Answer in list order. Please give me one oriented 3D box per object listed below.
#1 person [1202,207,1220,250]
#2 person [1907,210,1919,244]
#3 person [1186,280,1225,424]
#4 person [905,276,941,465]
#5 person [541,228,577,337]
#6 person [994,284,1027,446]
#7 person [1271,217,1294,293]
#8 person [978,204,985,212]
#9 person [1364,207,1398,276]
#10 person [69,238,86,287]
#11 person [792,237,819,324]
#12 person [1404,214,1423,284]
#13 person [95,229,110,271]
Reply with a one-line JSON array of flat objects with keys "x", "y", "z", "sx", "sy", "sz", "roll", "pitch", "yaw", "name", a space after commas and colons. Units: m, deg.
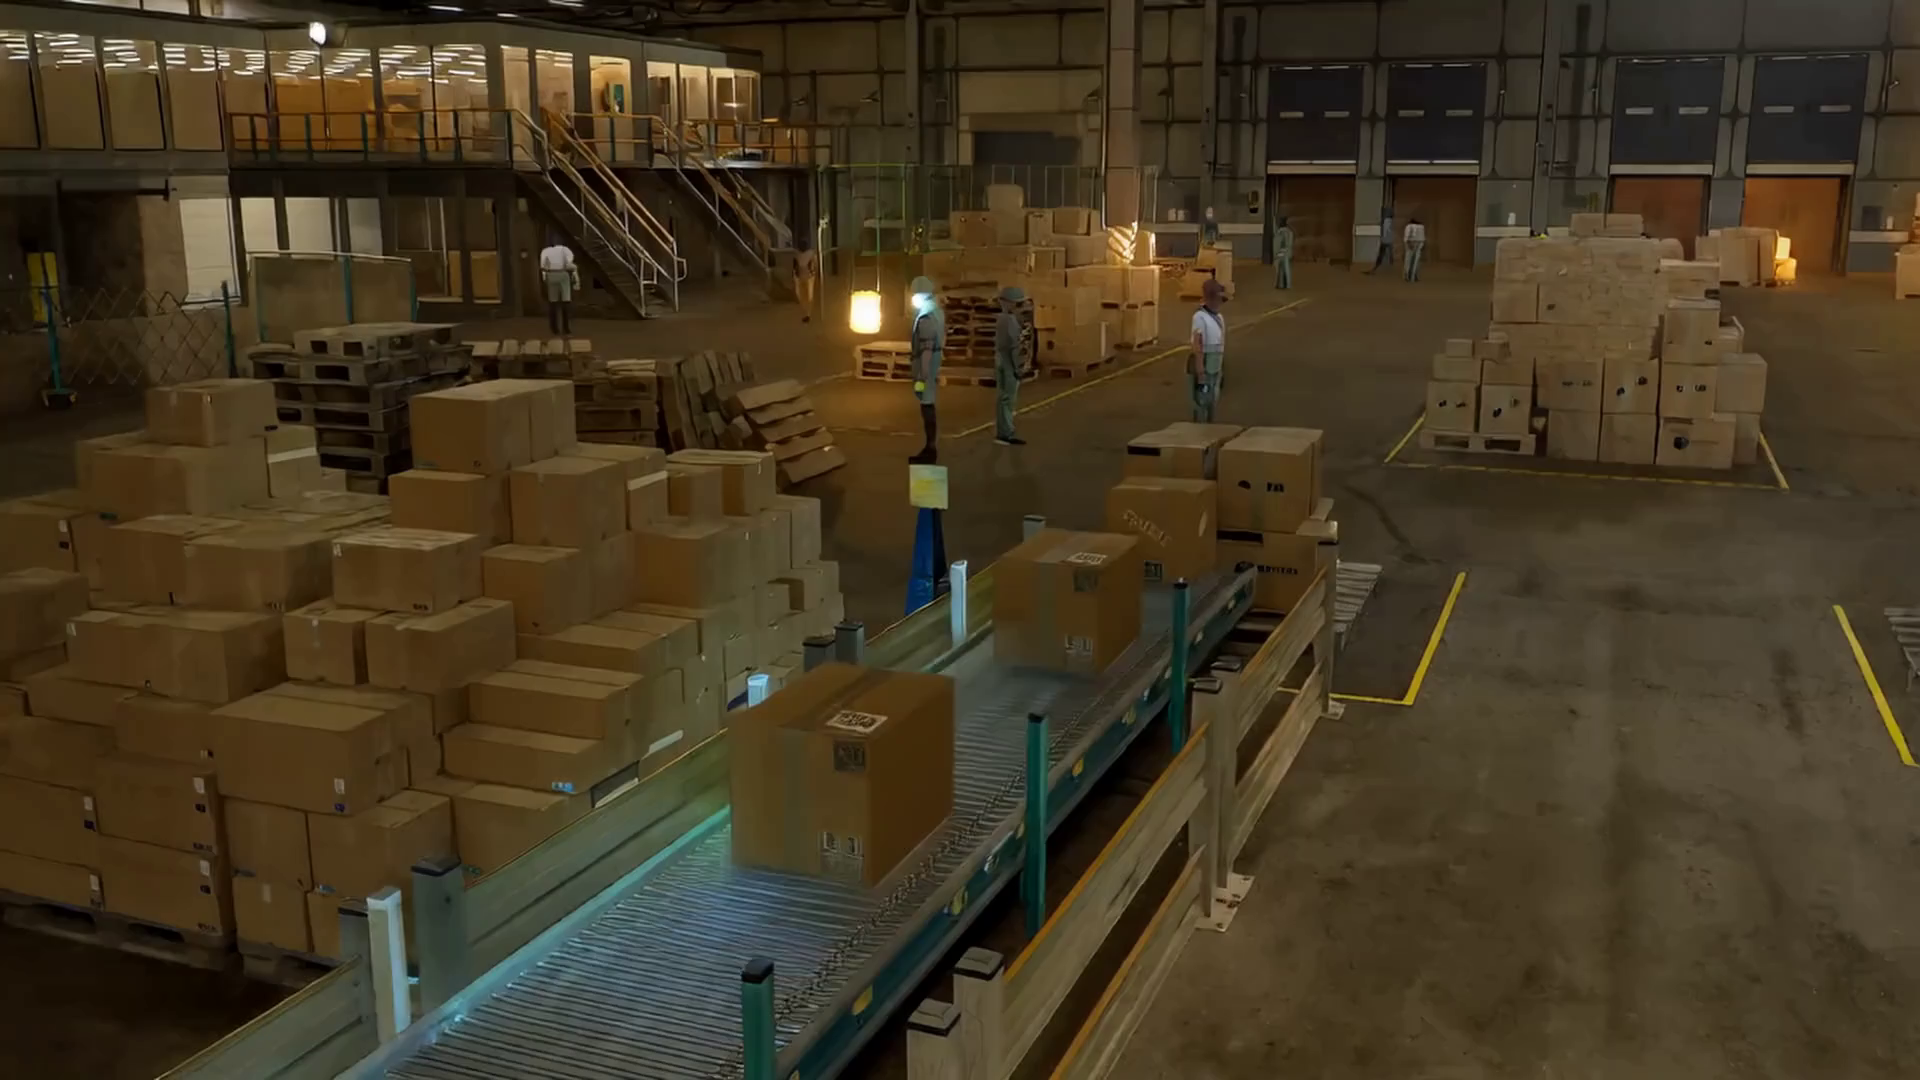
[{"x": 7.297, "y": -8.700, "z": 48.370, "sx": 0.558, "sy": 1.925, "sz": 0.629, "roll": -4, "pitch": 13, "yaw": -19, "name": "person"}, {"x": 25.847, "y": -7.948, "z": 44.997, "sx": 0.376, "sy": 1.927, "sz": 0.591, "roll": 1, "pitch": 13, "yaw": 6, "name": "person"}, {"x": 2.501, "y": -1.664, "z": 16.827, "sx": 0.391, "sy": 1.920, "sz": 0.593, "roll": 6, "pitch": 14, "yaw": 25, "name": "person"}, {"x": -0.378, "y": -1.722, "z": 17.039, "sx": 0.360, "sy": 1.939, "sz": 0.543, "roll": 1, "pitch": 13, "yaw": 3, "name": "person"}, {"x": -7.288, "y": -4.674, "z": 30.223, "sx": 0.648, "sy": 1.961, "sz": 0.383, "roll": 0, "pitch": 13, "yaw": 0, "name": "person"}, {"x": 0.551, "y": -1.924, "z": 18.337, "sx": 0.315, "sy": 1.770, "sz": 0.524, "roll": -4, "pitch": 13, "yaw": -19, "name": "person"}, {"x": 7.951, "y": -7.047, "z": 41.151, "sx": 0.630, "sy": 1.840, "sz": 0.429, "roll": -9, "pitch": 16, "yaw": -36, "name": "person"}, {"x": 0.581, "y": -9.963, "z": 54.072, "sx": 0.903, "sy": 1.920, "sz": 0.624, "roll": 4, "pitch": 13, "yaw": 19, "name": "person"}, {"x": 12.082, "y": -8.498, "z": 47.406, "sx": 1.020, "sy": 1.940, "sz": 0.612, "roll": 10, "pitch": 16, "yaw": 38, "name": "person"}, {"x": -19.417, "y": -6.015, "z": 36.399, "sx": 0.655, "sy": 1.885, "sz": 0.731, "roll": 1, "pitch": 13, "yaw": 4, "name": "person"}, {"x": -3.043, "y": -5.069, "z": 32.562, "sx": 0.508, "sy": 1.696, "sz": 0.890, "roll": 1, "pitch": 13, "yaw": 3, "name": "person"}, {"x": 12.074, "y": -7.737, "z": 44.251, "sx": 0.619, "sy": 1.840, "sz": 0.430, "roll": -7, "pitch": 15, "yaw": -30, "name": "person"}, {"x": -23.649, "y": -7.964, "z": 45.788, "sx": 0.510, "sy": 1.589, "sz": 0.842, "roll": 6, "pitch": 14, "yaw": 26, "name": "person"}]
